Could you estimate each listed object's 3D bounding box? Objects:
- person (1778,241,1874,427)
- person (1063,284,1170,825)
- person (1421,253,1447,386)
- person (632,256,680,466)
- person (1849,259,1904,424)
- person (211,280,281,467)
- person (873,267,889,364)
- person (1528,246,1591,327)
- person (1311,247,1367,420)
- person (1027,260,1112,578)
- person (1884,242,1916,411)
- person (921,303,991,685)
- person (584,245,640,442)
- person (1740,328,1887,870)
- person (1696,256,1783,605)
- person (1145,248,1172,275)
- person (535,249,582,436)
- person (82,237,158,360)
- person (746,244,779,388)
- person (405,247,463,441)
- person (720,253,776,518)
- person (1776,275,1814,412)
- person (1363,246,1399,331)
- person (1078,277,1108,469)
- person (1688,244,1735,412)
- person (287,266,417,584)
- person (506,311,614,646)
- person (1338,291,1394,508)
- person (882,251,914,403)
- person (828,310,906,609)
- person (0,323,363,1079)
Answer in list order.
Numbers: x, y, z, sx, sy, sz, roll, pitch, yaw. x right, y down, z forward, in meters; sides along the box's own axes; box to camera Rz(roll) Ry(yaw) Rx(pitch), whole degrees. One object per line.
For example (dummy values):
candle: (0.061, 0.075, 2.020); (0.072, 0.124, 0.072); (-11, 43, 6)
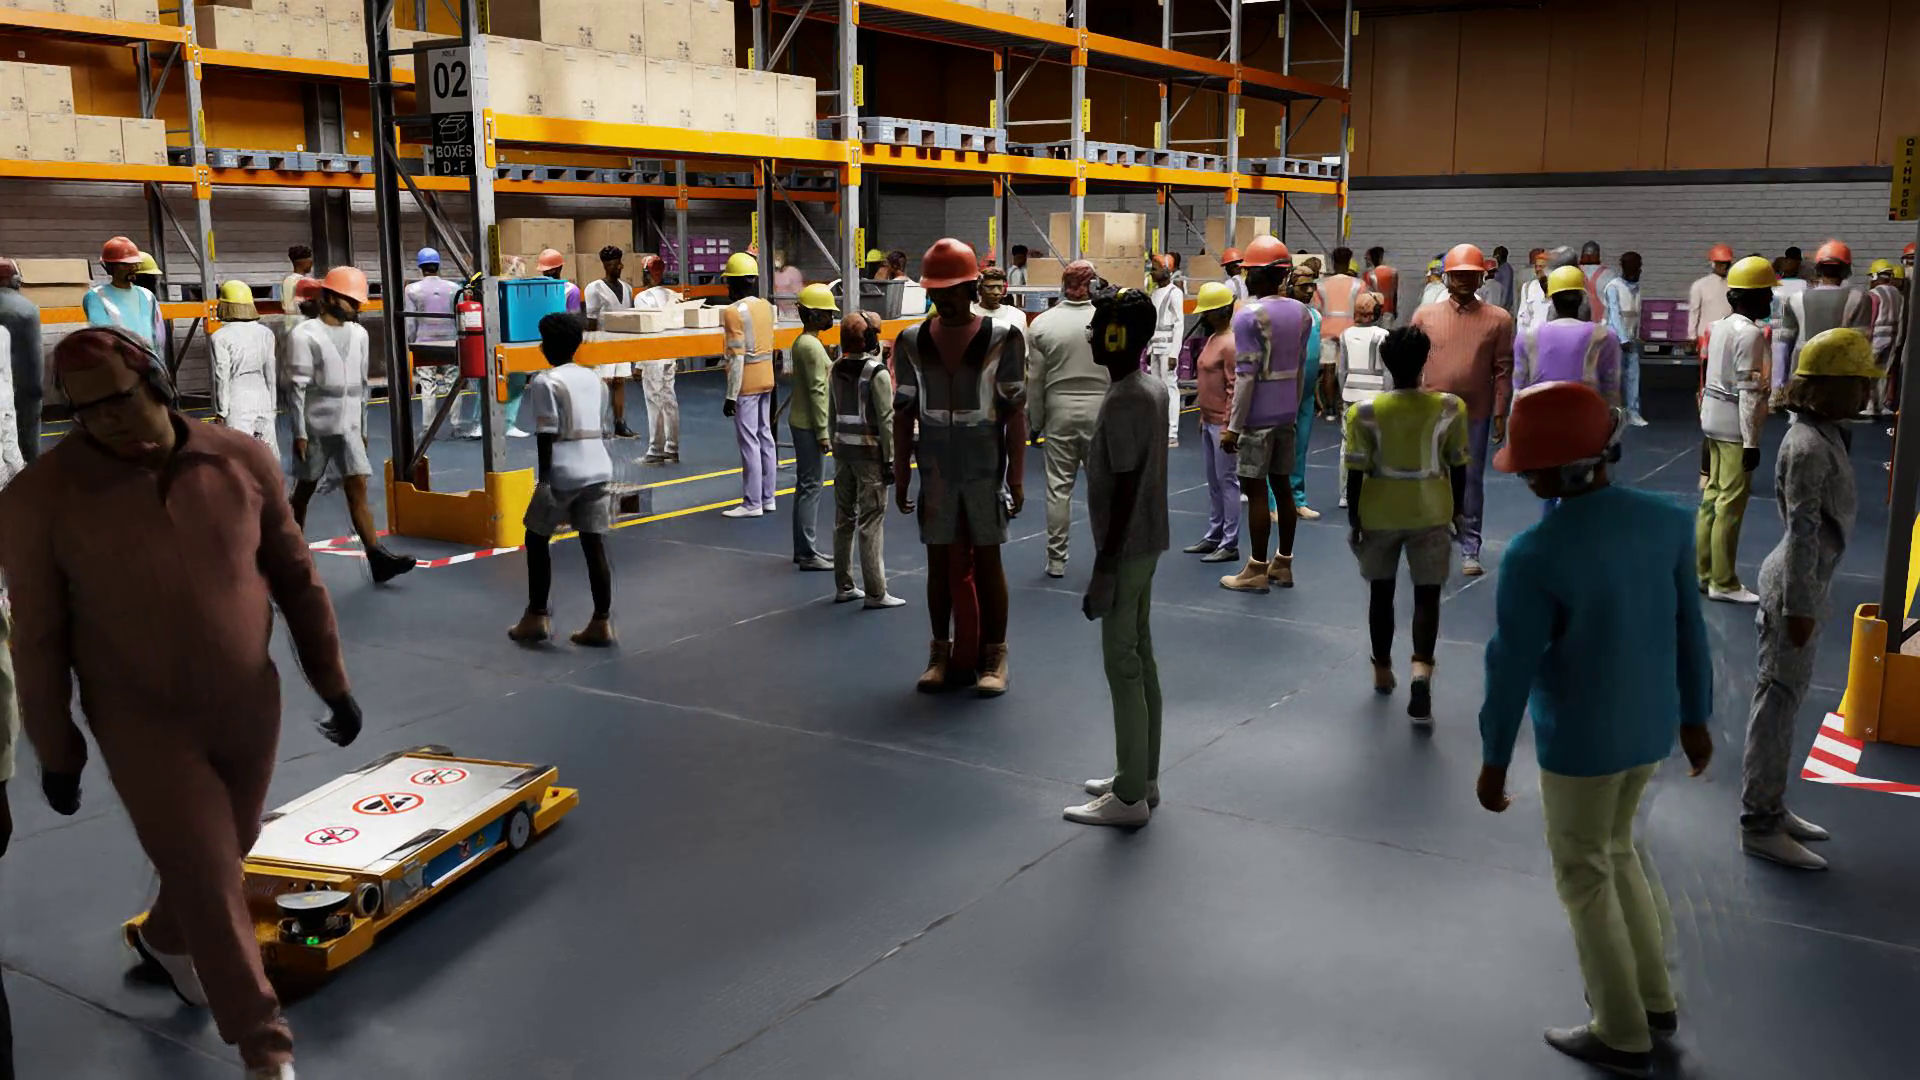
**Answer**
person: (6.422, -1.199, 12.369); (0.641, 2.000, 1.008); (8, 13, 37)
person: (0.553, 0.060, 5.769); (0.329, 1.873, 0.514); (4, 11, 20)
person: (6.628, -3.043, 23.072); (0.506, 1.840, 0.342); (-5, 11, -27)
person: (-2.734, -1.606, 14.966); (0.354, 1.883, 0.576); (5, 11, 25)
person: (10.139, -2.190, 18.405); (0.606, 1.815, 0.403); (-7, 12, -34)
person: (-5.002, -0.937, 11.644); (0.290, 1.746, 0.486); (6, 12, 29)
person: (-1.119, -3.128, 24.095); (0.286, 1.632, 0.500); (-1, 10, -5)
person: (4.957, -1.481, 13.839); (0.537, 2.000, 0.859); (3, 11, 16)
person: (4.318, -2.352, 18.936); (0.632, 1.932, 0.844); (3, 11, 18)
person: (0.724, -0.710, 9.957); (0.636, 1.903, 0.405); (1, 10, 7)
person: (11.140, -2.490, 19.562); (0.622, 1.990, 0.388); (4, 11, 20)
person: (-0.014, -0.214, 7.606); (0.341, 1.758, 0.526); (6, 12, 29)
person: (-3.498, -1.975, 16.780); (0.367, 1.966, 0.604); (7, 12, 32)
person: (2.788, 0.181, 5.452); (0.315, 1.743, 0.487); (6, 12, 30)
person: (4.363, -0.613, 9.331); (0.357, 1.930, 0.591); (1, 10, 7)
person: (3.156, -3.755, 26.766); (0.622, 1.932, 0.368); (-2, 10, -10)
person: (-4.161, -2.016, 17.118); (0.543, 1.927, 0.375); (4, 11, 19)
person: (-6.246, -1.248, 12.537); (0.377, 2.044, 0.608); (3, 11, 19)
person: (-2.759, -3.049, 22.650); (0.621, 1.994, 0.381); (9, 13, 39)
person: (-5.300, -1.972, 16.819); (0.603, 1.946, 0.389); (-7, 12, -33)
person: (-1.557, -1.121, 12.156); (0.379, 1.928, 0.585); (4, 11, 22)
person: (9.861, -2.324, 19.670); (0.526, 1.614, 0.593); (-3, 11, -15)
person: (6.631, -3.647, 26.119); (0.624, 1.940, 0.684); (-2, 10, -9)
person: (1.182, -1.477, 14.765); (0.317, 1.695, 0.540); (2, 10, 10)
person: (8.384, -2.289, 18.478); (0.623, 1.978, 0.650); (-1, 10, -4)
person: (-3.696, -0.668, 9.809); (1.012, 1.859, 0.643); (7, 13, 35)
person: (-2.003, -0.304, 8.346); (0.679, 1.667, 0.554); (6, 12, 30)
person: (3.035, -1.029, 12.431); (0.308, 1.644, 0.511); (-7, 13, -36)
person: (-0.630, -2.125, 17.785); (0.404, 1.908, 0.599); (5, 11, 24)
person: (-0.538, -0.439, 9.165); (0.309, 1.645, 0.514); (-10, 14, -43)
person: (-1.884, 0.394, 4.005); (0.961, 1.846, 0.711); (8, 13, 38)
